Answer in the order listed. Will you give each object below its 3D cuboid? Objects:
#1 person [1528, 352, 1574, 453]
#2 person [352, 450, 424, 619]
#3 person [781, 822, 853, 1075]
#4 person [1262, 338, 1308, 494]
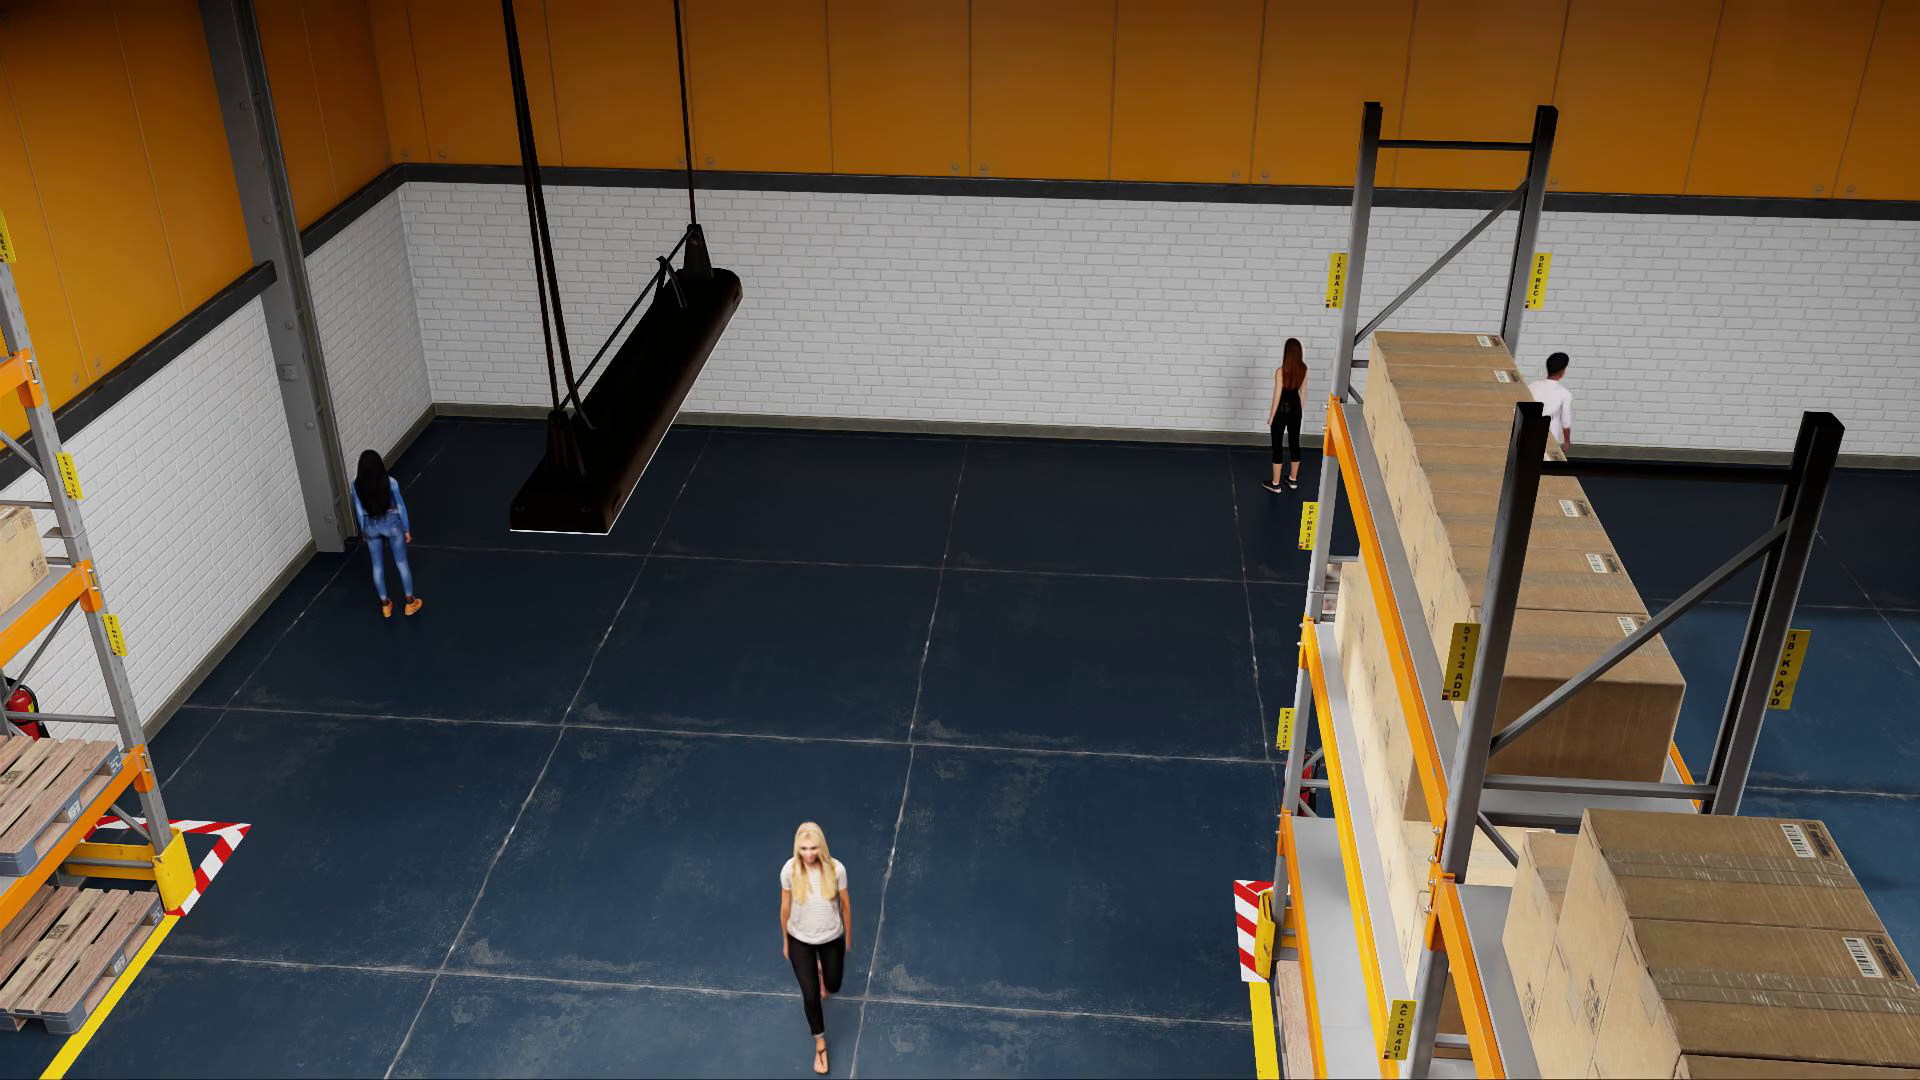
[{"bbox_3d":[5.970,-1.030,17.192,1.253,1.767,1.139,-25,37,-38],"label":"person"},{"bbox_3d":[-5.361,-0.070,15.490,0.635,1.711,0.571,-3,29,-5],"label":"person"},{"bbox_3d":[-0.928,2.510,10.657,0.755,1.810,1.042,-4,29,-7],"label":"person"},{"bbox_3d":[3.501,-1.349,17.819,0.654,1.725,0.663,-12,31,-21],"label":"person"}]
